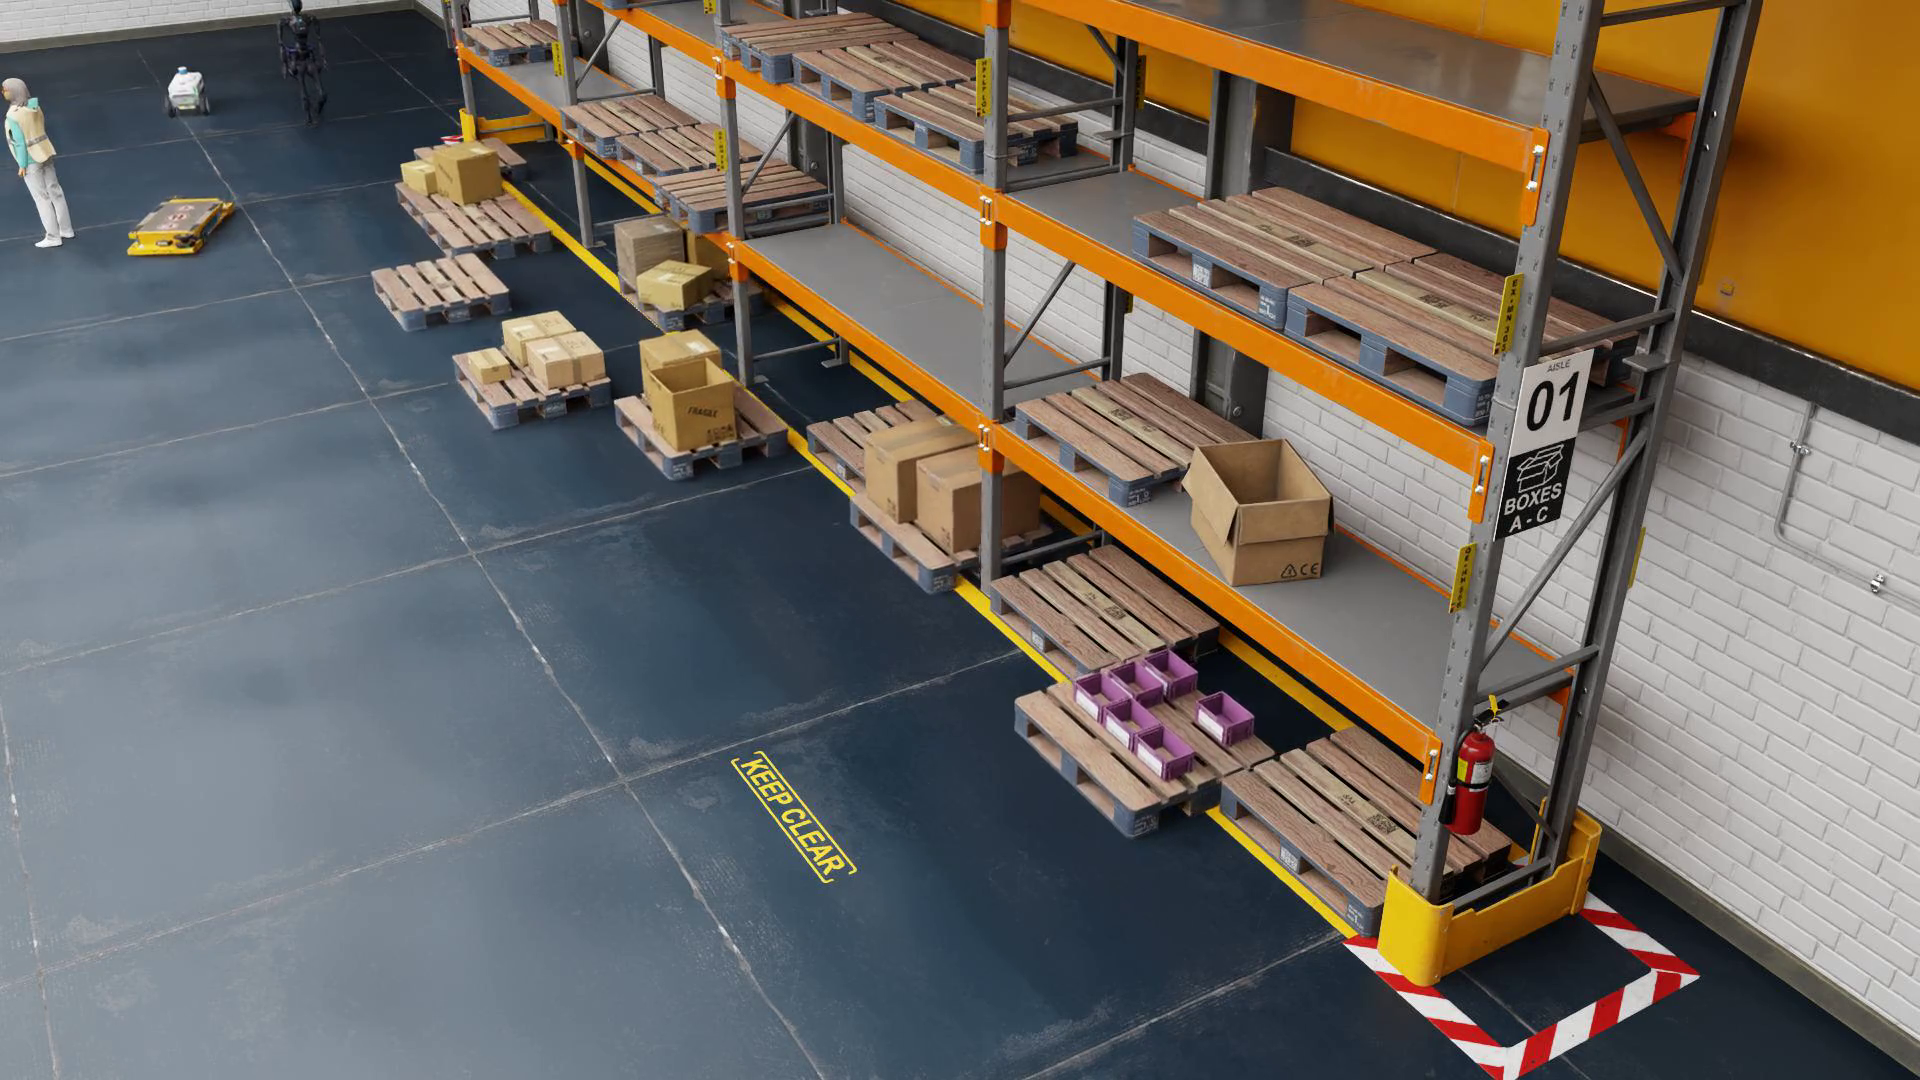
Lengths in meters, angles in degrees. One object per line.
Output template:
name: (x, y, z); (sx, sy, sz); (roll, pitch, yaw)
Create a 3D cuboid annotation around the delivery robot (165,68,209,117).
delivery robot: (-10.057, -5.829, 21.642); (0.499, 0.604, 0.808); (-8, 30, -13)

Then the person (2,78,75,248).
person: (-9.404, -3.844, 16.952); (0.362, 1.711, 0.472); (3, 30, 5)

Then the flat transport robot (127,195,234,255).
flat transport robot: (-8.184, -3.315, 17.484); (0.659, 0.231, 1.431); (-3, 30, -5)

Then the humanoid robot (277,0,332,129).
humanoid robot: (-8.199, -5.984, 20.765); (0.612, 1.642, 0.358); (-22, 36, -34)
